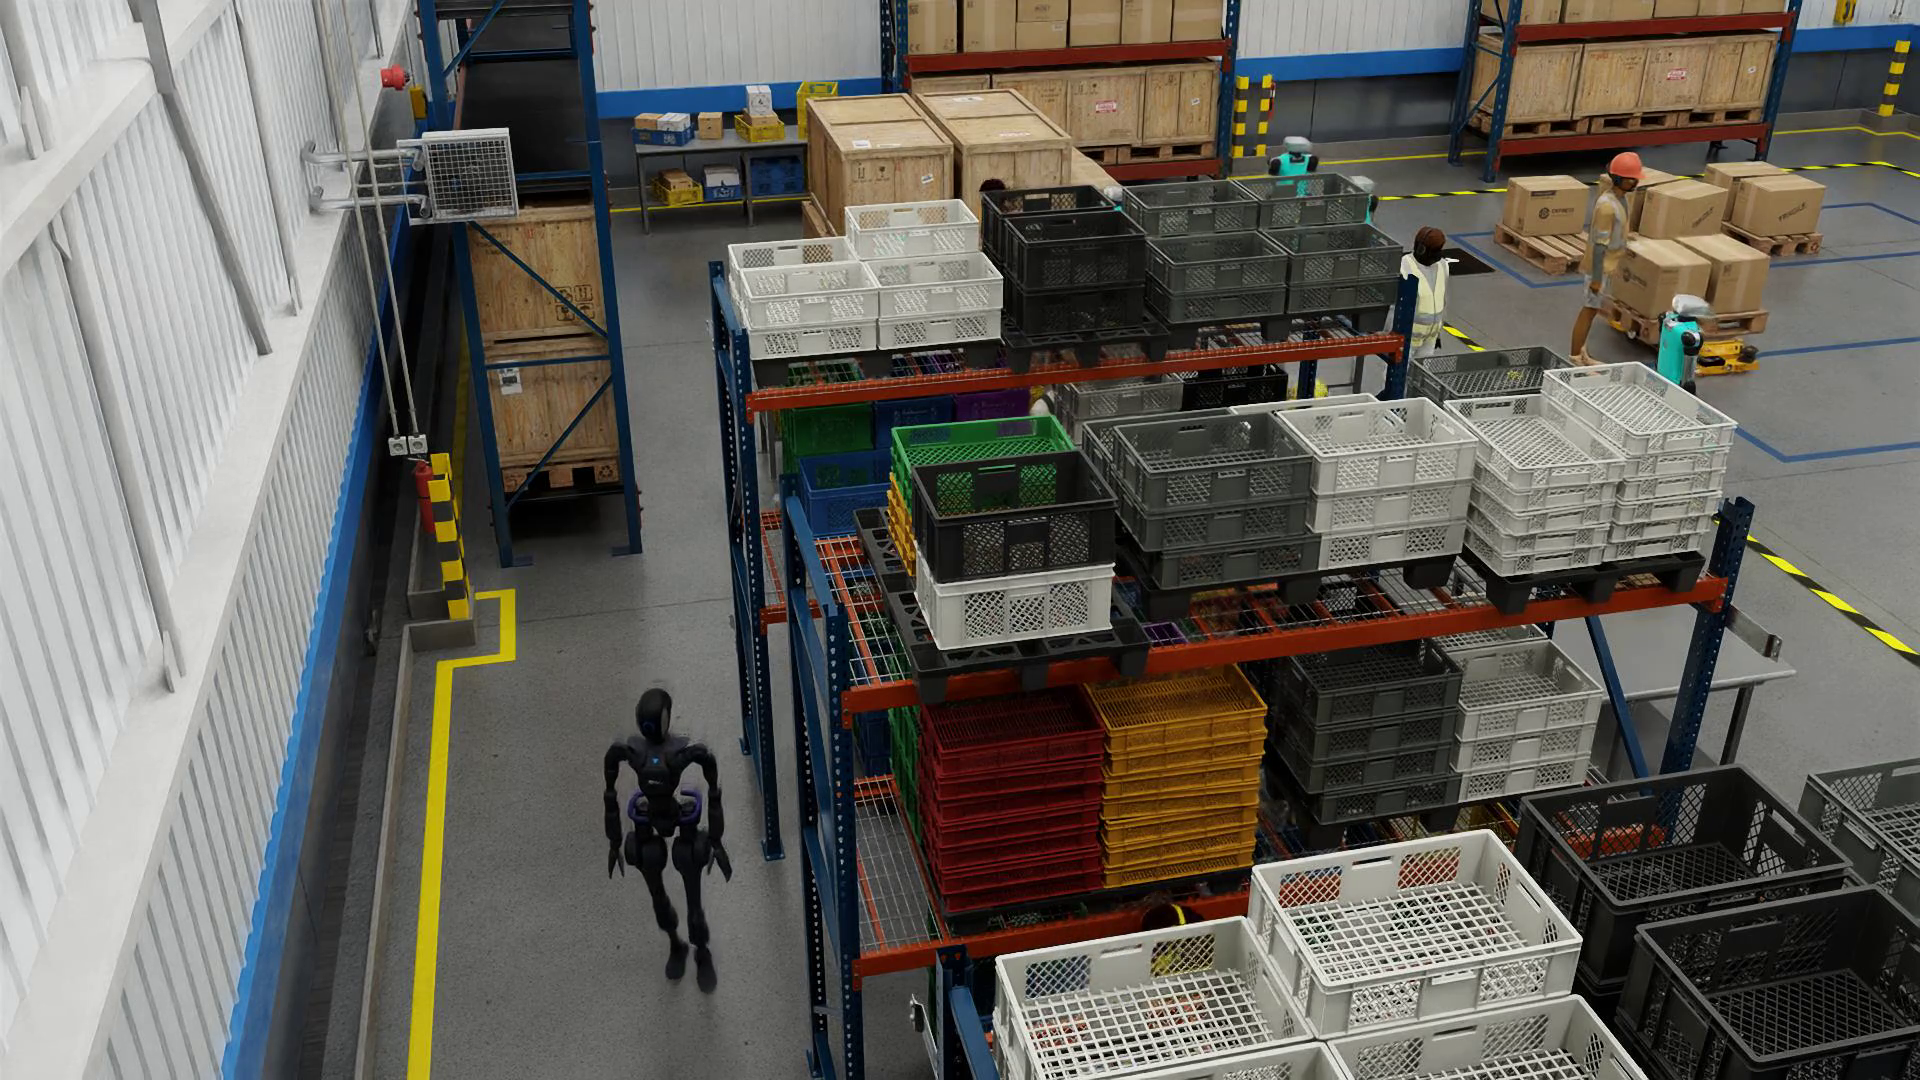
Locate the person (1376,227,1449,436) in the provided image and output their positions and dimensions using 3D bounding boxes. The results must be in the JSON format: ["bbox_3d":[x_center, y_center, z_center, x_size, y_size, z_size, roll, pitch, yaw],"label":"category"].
[{"bbox_3d":[3.687,-1.655,13.514,0.629,1.835,0.429,-15,31,-26],"label":"person"}]

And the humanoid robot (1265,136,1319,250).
[{"bbox_3d":[3.322,-2.967,16.156,0.534,1.780,1.030,-10,30,-19],"label":"humanoid robot"}]

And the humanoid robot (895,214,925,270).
[{"bbox_3d":[-0.678,-1.813,13.973,0.840,1.809,0.550,-13,30,-23],"label":"humanoid robot"}]

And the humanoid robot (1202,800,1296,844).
[{"bbox_3d":[1.645,0.948,8.790,0.662,1.632,0.612,0,28,0],"label":"humanoid robot"}]

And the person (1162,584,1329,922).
[{"bbox_3d":[1.518,1.081,8.144,0.959,1.991,0.609,6,28,12],"label":"person"}]

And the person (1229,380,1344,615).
[{"bbox_3d":[2.202,-0.246,10.953,0.915,1.716,0.540,-8,29,-15],"label":"person"}]

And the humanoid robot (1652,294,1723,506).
[{"bbox_3d":[5.414,-0.995,12.215,0.735,1.677,0.533,-1,28,-2],"label":"humanoid robot"}]

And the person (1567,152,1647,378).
[{"bbox_3d":[5.732,-2.431,14.759,0.394,2.042,0.608,15,31,26],"label":"person"}]

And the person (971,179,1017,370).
[{"bbox_3d":[0.263,-2.227,14.547,0.836,1.877,0.592,8,29,14],"label":"person"}]

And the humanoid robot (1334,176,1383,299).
[{"bbox_3d":[3.710,-2.292,14.841,0.547,1.772,0.939,-18,33,-31],"label":"humanoid robot"}]

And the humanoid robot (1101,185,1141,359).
[{"bbox_3d":[1.525,-2.332,14.831,0.689,1.742,0.530,-15,31,-26],"label":"humanoid robot"}]

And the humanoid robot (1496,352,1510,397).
[{"bbox_3d":[3.598,-0.528,11.607,0.669,1.647,0.599,-16,32,-28],"label":"humanoid robot"}]

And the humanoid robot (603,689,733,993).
[{"bbox_3d":[-1.378,1.406,7.865,0.601,1.644,0.364,0,28,-1],"label":"humanoid robot"}]

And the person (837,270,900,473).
[{"bbox_3d":[-0.642,-1.154,12.533,0.503,1.852,0.527,-6,28,-11],"label":"person"}]

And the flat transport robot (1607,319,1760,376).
[{"bbox_3d":[6.800,-1.920,15.660,0.652,0.197,1.431,-6,28,-12],"label":"flat transport robot"}]

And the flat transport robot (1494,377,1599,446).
[{"bbox_3d":[4.780,-1.036,14.013,0.659,0.231,1.431,-6,28,-12],"label":"flat transport robot"}]

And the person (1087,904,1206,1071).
[{"bbox_3d":[0.700,2.111,6.386,0.979,1.806,0.634,-7,29,-13],"label":"person"}]

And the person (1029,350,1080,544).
[{"bbox_3d":[0.662,-0.395,11.104,0.345,1.846,0.504,20,34,32],"label":"person"}]
